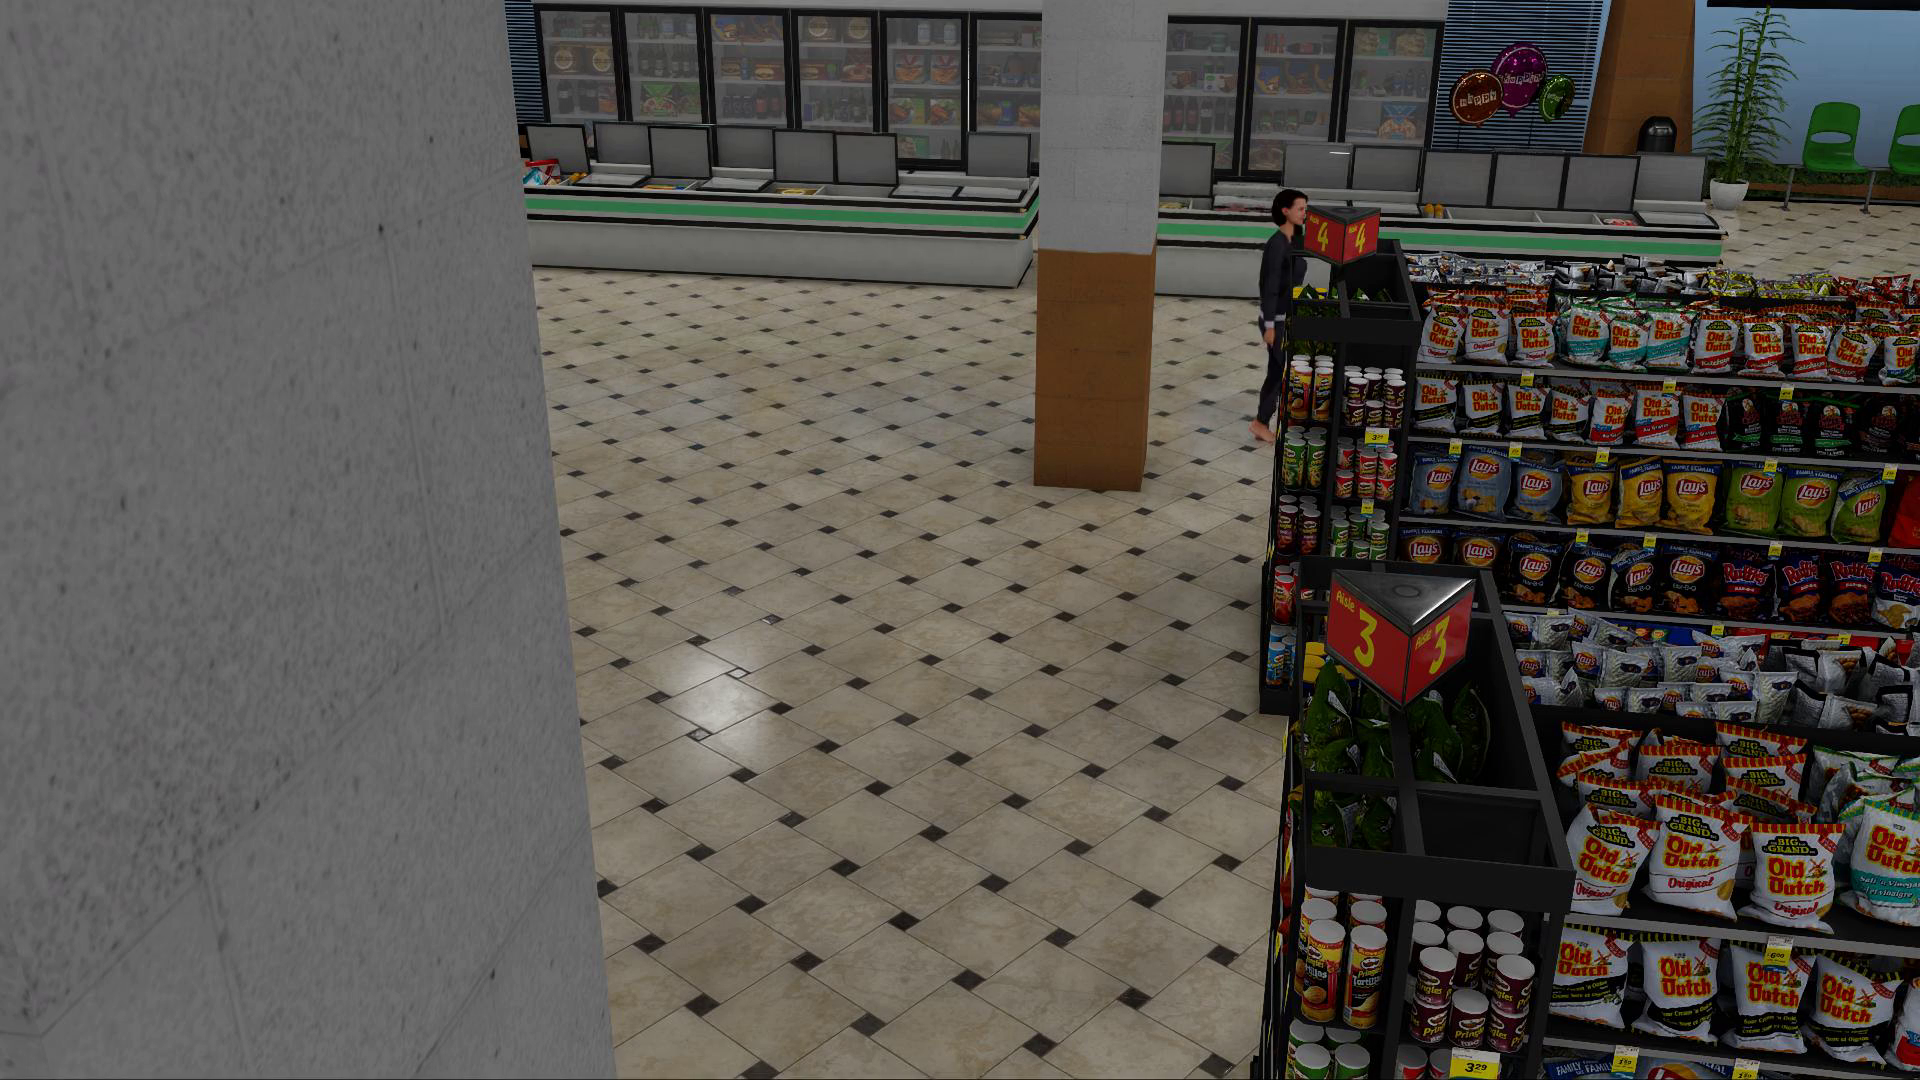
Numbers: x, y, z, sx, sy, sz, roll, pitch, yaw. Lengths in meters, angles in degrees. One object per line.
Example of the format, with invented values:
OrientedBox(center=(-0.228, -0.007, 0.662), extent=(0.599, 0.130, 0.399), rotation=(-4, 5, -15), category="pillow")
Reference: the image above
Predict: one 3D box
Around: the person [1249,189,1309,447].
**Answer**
OrientedBox(center=(2.080, -1.495, 11.235), extent=(0.646, 1.760, 0.654), rotation=(9, 25, 19), category="person")
